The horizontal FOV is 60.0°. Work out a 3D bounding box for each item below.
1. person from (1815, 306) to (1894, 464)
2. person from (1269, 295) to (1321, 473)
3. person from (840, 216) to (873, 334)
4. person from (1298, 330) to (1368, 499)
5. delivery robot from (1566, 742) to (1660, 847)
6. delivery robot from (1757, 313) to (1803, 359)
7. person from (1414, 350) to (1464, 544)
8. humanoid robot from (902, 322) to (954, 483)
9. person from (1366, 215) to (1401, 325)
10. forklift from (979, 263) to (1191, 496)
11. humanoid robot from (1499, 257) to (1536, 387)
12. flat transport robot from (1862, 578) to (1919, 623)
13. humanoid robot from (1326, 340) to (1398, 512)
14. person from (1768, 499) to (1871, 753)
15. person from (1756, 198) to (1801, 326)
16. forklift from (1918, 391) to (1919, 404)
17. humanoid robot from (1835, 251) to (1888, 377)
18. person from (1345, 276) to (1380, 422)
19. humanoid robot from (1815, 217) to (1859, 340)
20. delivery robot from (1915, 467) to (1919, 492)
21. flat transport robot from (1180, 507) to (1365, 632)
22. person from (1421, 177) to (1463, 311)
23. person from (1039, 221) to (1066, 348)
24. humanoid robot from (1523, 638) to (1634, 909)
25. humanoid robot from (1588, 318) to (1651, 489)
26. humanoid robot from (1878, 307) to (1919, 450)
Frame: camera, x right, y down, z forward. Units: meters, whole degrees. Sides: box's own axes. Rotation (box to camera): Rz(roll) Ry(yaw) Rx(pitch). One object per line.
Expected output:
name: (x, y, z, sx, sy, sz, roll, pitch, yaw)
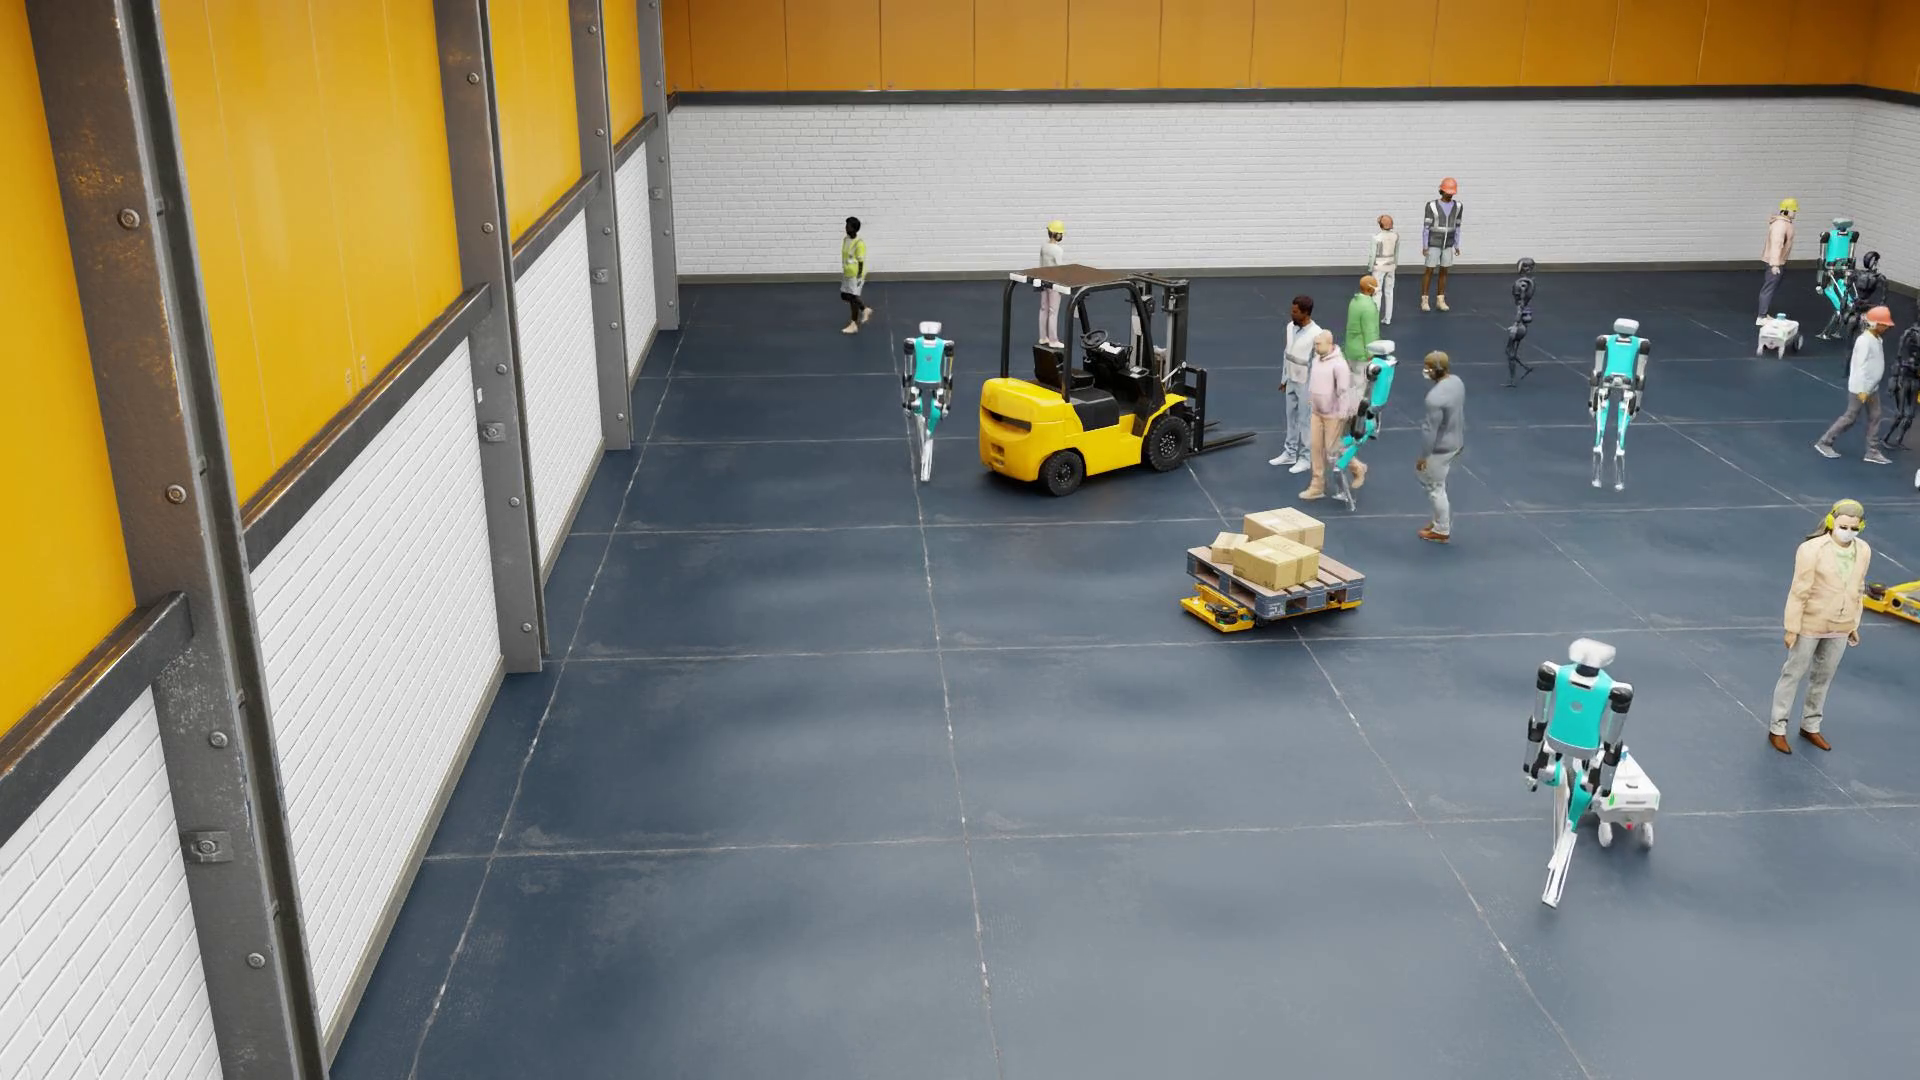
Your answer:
person: (9.870, -1.701, 18.139, 0.733, 1.723, 0.574, 19, 27, 42)
person: (3.658, -1.679, 17.817, 0.399, 1.915, 0.588, -9, 22, -23)
person: (-1.504, -3.839, 24.012, 0.493, 1.682, 0.544, -11, 23, -28)
person: (3.819, -1.284, 16.976, 0.677, 1.752, 0.551, -10, 23, -26)
delivery robot: (4.251, 1.597, 10.818, 0.499, 0.565, 0.745, 0, 20, 0)
delivery robot: (11.271, -2.817, 22.893, 0.499, 0.599, 0.787, 16, 25, 36)
person: (4.470, -0.858, 15.596, 0.449, 1.898, 0.697, 13, 24, 31)
humanoid robot: (-0.335, -1.507, 17.670, 0.558, 1.754, 1.043, 0, 20, 0)
person: (6.203, -3.951, 24.400, 0.510, 1.639, 0.306, -8, 22, -21)
forklift: (1.315, -1.764, 17.646, 2.313, 2.155, 1.214, -14, 24, -33)
humanoid robot: (7.146, -2.754, 21.094, 0.411, 1.649, 0.607, 7, 21, 18)
flat transport robot: (8.397, 0.640, 13.883, 0.659, 0.231, 1.431, -11, 23, -27)
humanoid robot: (3.918, -1.132, 16.656, 0.786, 1.823, 0.545, 15, 25, 35)
person: (6.049, 0.590, 11.692, 0.562, 1.874, 0.390, -3, 20, -7)
person: (11.998, -4.091, 24.455, 0.420, 1.865, 0.817, 11, 23, 28)
forklift: (12.602, -2.435, 19.475, 2.313, 2.155, 1.214, -1, 20, -4)
humanoid robot: (11.626, -2.906, 21.488, 0.367, 1.649, 0.616, -12, 23, -29)
person: (4.686, -2.196, 19.415, 0.387, 1.784, 0.537, -3, 20, -9)
humanoid robot: (12.250, -3.593, 23.093, 0.533, 1.677, 0.735, -1, 20, -4)
delivery robot: (10.145, -0.653, 17.010, 0.499, 0.608, 0.806, 6, 21, 16)
flat transport robot: (2.679, 0.492, 14.286, 1.431, 0.231, 0.659, -9, 22, -24)
person: (7.334, -4.497, 25.319, 0.604, 2.038, 0.383, -3, 20, -8)
person: (1.296, -3.562, 23.169, 0.335, 1.760, 0.525, -11, 23, -27)
humanoid robot: (3.670, 1.335, 9.883, 0.569, 1.727, 1.045, 13, 24, 32)
humanoid robot: (6.756, -1.345, 17.183, 0.537, 1.815, 0.653, 8, 22, 20)
humanoid robot: (10.596, -1.812, 18.523, 0.599, 1.652, 0.322, -6, 21, -16)
